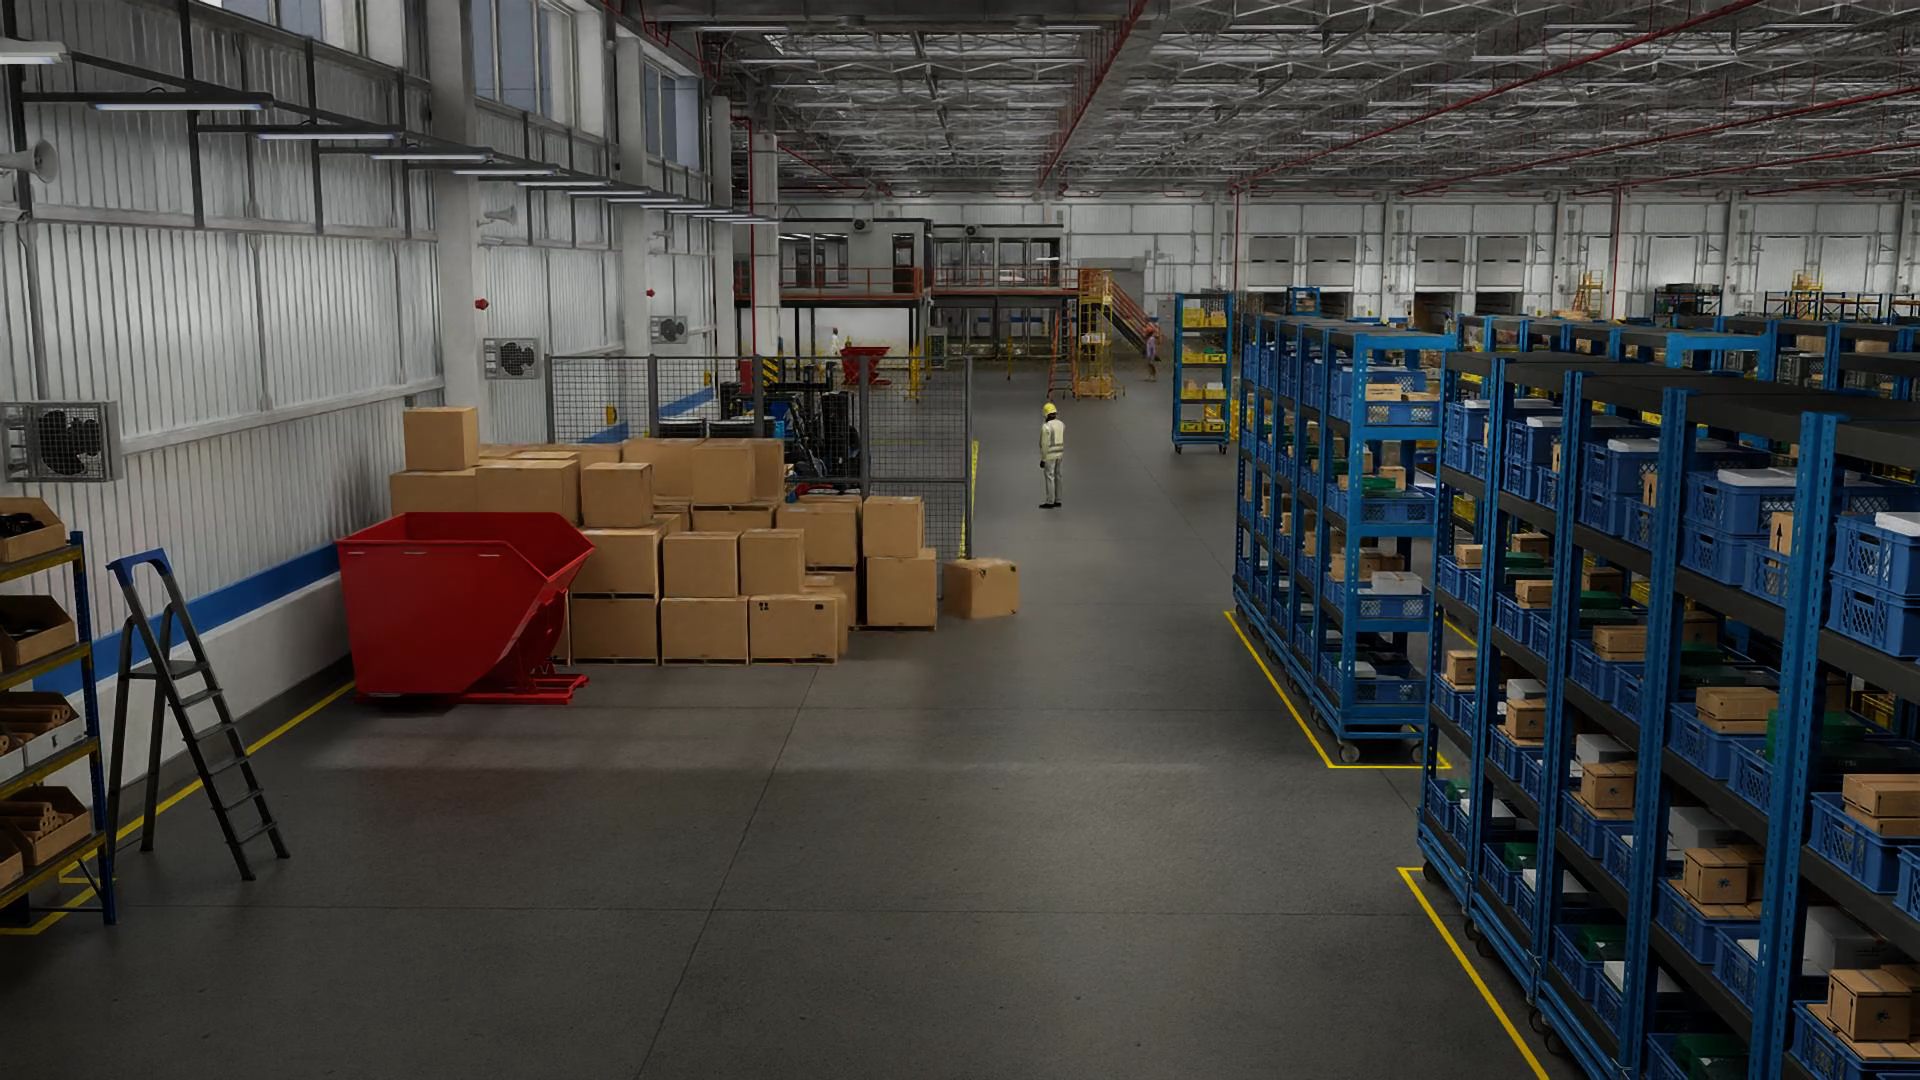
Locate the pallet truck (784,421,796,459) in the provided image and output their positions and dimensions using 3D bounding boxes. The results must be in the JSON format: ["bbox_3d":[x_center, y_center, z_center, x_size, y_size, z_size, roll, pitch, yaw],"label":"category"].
[{"bbox_3d":[-4.013,-1.793,32.705,1.601,1.201,0.680,0,9,1],"label":"pallet truck"}]

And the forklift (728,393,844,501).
[{"bbox_3d":[-2.979,-1.316,26.476,2.680,1.987,1.157,0,9,1],"label":"forklift"}]

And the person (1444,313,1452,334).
[{"bbox_3d":[25.136,-10.754,85.815,0.425,1.938,0.603,-2,9,-14],"label":"person"}]

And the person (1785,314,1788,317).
[{"bbox_3d":[43.619,-11.069,88.126,0.465,1.810,0.567,4,10,24],"label":"person"}]

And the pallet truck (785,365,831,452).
[{"bbox_3d":[-3.774,-2.976,37.635,1.885,1.965,0.823,1,9,5],"label":"pallet truck"}]

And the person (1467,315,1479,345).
[{"bbox_3d":[26.505,-10.715,85.942,0.603,1.816,0.632,3,10,16],"label":"person"}]

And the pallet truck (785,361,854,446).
[{"bbox_3d":[-3.410,-3.193,38.978,1.885,1.965,0.823,0,9,-1],"label":"pallet truck"}]

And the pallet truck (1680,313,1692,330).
[{"bbox_3d":[36.315,-10.531,84.244,0.823,1.965,1.885,-6,11,-33],"label":"pallet truck"}]

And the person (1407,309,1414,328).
[{"bbox_3d":[25.613,-12.190,94.730,0.399,1.918,0.587,7,12,38],"label":"person"}]

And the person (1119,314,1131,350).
[{"bbox_3d":[8.594,-10.828,86.637,0.632,1.817,0.822,-4,10,-22],"label":"person"}]

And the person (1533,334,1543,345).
[{"bbox_3d":[24.128,-8.182,69.761,0.611,1.995,0.375,0,9,1],"label":"person"}]

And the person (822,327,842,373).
[{"bbox_3d":[-5.062,-7.626,66.816,0.944,1.851,0.577,1,9,5],"label":"person"}]

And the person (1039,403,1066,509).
[{"bbox_3d":[1.567,-1.443,28.709,0.404,1.827,0.590,7,12,38],"label":"person"}]

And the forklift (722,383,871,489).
[{"bbox_3d":[-2.893,-1.687,28.729,2.680,1.987,1.157,0,9,-1],"label":"forklift"}]

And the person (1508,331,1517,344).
[{"bbox_3d":[24.977,-8.898,75.024,0.529,1.717,0.915,-1,9,-5],"label":"person"}]

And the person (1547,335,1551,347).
[{"bbox_3d":[23.625,-7.514,66.077,0.577,1.849,0.609,9,13,43],"label":"person"}]

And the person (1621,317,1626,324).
[{"bbox_3d":[30.979,-9.437,77.740,0.586,1.918,0.397,5,10,26],"label":"person"}]

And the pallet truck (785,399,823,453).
[{"bbox_3d":[-3.814,-2.432,36.419,1.630,1.274,0.653,0,9,1],"label":"pallet truck"}]

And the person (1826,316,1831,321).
[{"bbox_3d":[43.020,-10.133,82.217,1.043,1.870,0.684,6,11,31],"label":"person"}]

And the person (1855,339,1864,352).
[{"bbox_3d":[32.541,-6.572,60.124,0.891,1.890,0.550,4,10,23],"label":"person"}]

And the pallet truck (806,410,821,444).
[{"bbox_3d":[-3.559,-2.018,33.905,1.522,1.261,0.704,0,9,-1],"label":"pallet truck"}]

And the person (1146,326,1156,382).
[{"bbox_3d":[7.055,-6.878,61.567,0.391,2.040,0.614,1,9,5],"label":"person"}]
